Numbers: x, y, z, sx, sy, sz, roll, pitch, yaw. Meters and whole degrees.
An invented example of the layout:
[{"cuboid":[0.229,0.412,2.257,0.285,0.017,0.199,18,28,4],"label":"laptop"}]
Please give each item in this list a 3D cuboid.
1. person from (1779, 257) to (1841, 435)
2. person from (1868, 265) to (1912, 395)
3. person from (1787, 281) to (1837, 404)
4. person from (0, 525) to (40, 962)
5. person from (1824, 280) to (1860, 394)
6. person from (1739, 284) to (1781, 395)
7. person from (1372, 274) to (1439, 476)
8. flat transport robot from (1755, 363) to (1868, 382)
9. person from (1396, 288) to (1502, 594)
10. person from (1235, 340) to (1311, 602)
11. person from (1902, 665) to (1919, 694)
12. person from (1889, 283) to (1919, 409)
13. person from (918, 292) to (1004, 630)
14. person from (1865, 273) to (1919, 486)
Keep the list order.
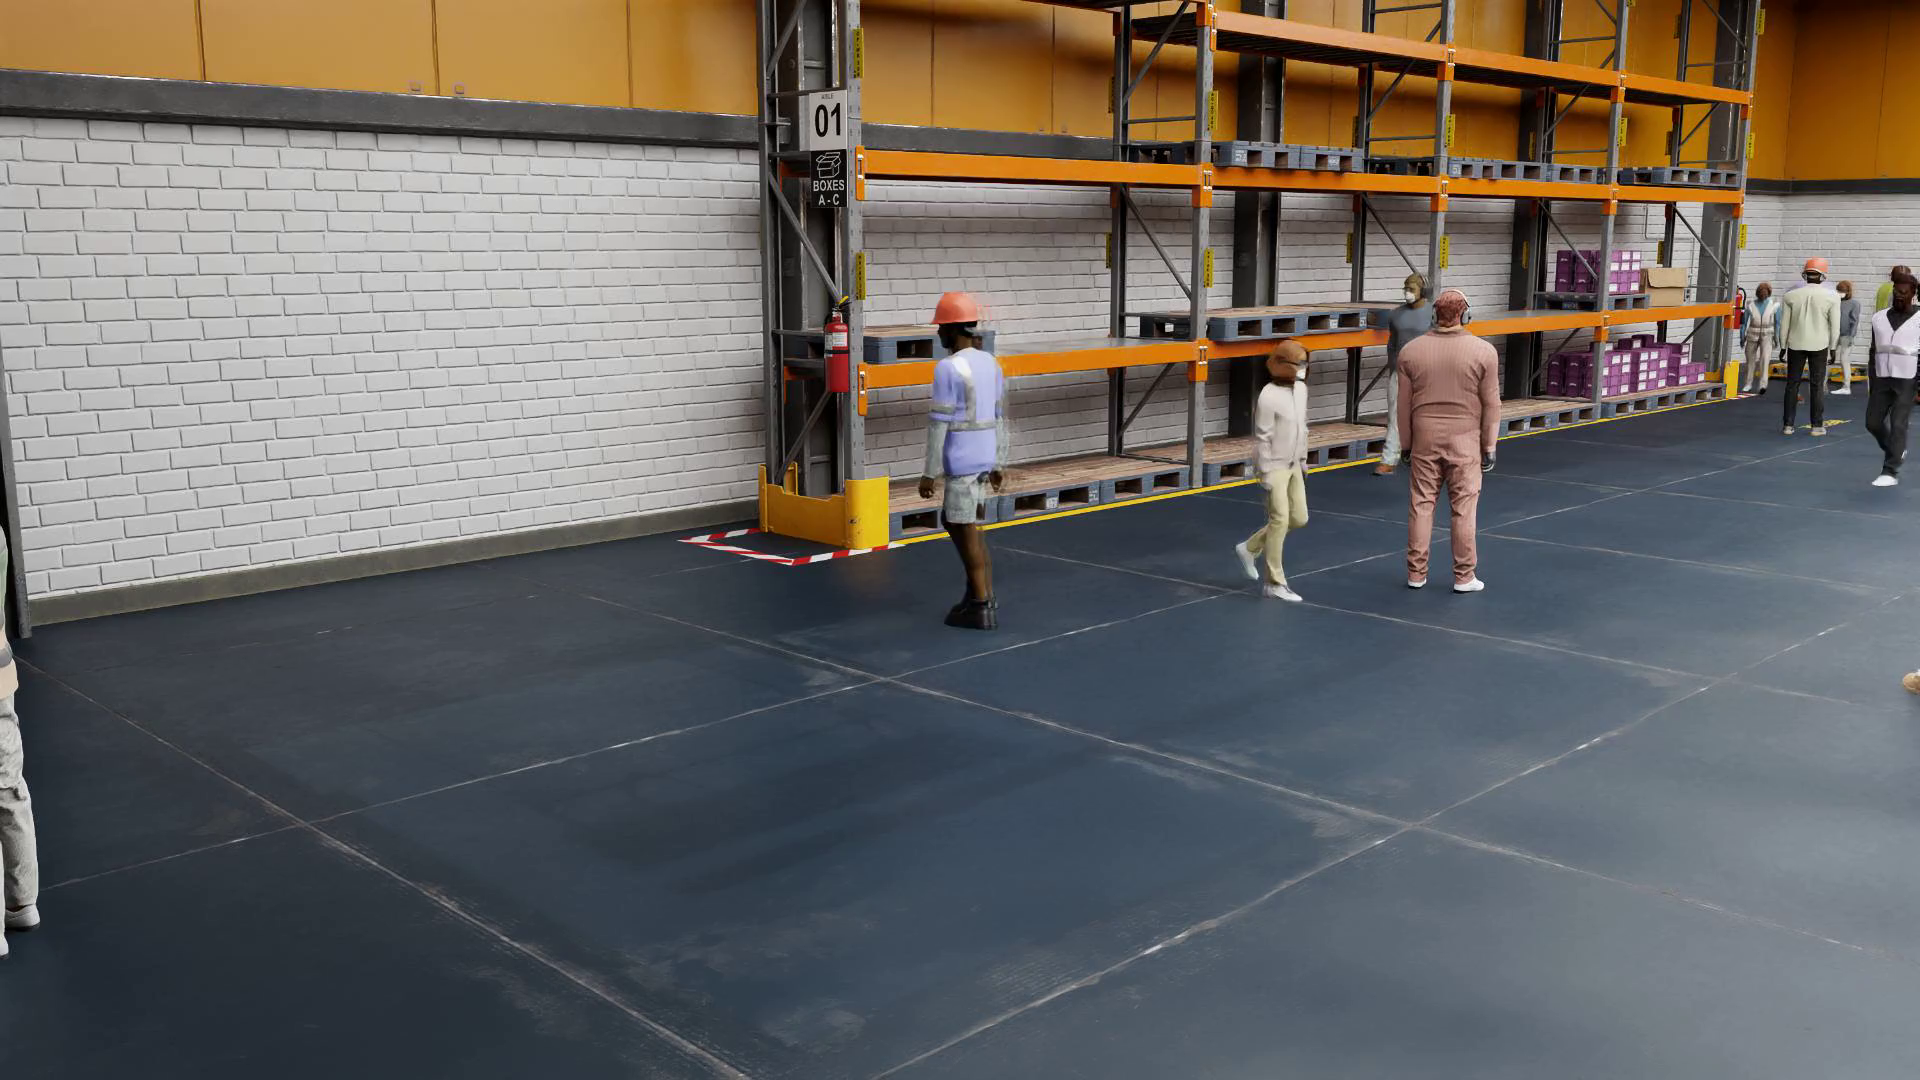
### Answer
[{"cuboid":[9.560,-2.177,18.741,0.613,1.994,0.395,8,13,36],"label":"person"},{"cuboid":[13.127,-2.917,23.244,0.706,1.820,0.634,-1,10,-4],"label":"person"},{"cuboid":[11.413,-2.779,22.299,0.659,1.889,0.990,10,14,43],"label":"person"},{"cuboid":[-3.083,0.496,5.134,0.308,1.641,0.511,-1,10,-4],"label":"person"},{"cuboid":[12.455,-2.870,23.571,0.351,1.613,0.522,-7,12,-34],"label":"person"},{"cuboid":[11.324,-2.843,23.559,0.527,1.549,0.981,5,12,26],"label":"person"},{"cuboid":[4.288,-1.560,15.685,0.644,1.891,1.005,10,14,44],"label":"person"},{"cuboid":[13.212,-2.609,25.802,0.652,0.197,1.431,-10,14,-42],"label":"flat transport robot"},{"cuboid":[3.070,-0.618,10.466,0.643,1.913,0.411,6,12,29],"label":"person"},{"cuboid":[1.927,-0.434,10.268,0.494,1.612,0.533,9,14,40],"label":"person"},{"cuboid":[4.879,-0.097,7.862,0.641,1.819,0.626,-2,11,-9],"label":"person"},{"cuboid":[12.217,-2.459,21.200,0.542,1.655,0.868,-3,11,-14],"label":"person"},{"cuboid":[-0.001,-0.440,9.469,0.504,1.919,0.542,5,12,27],"label":"person"},{"cuboid":[8.436,-1.432,14.926,0.512,1.904,0.594,-7,12,-33],"label":"person"}]
